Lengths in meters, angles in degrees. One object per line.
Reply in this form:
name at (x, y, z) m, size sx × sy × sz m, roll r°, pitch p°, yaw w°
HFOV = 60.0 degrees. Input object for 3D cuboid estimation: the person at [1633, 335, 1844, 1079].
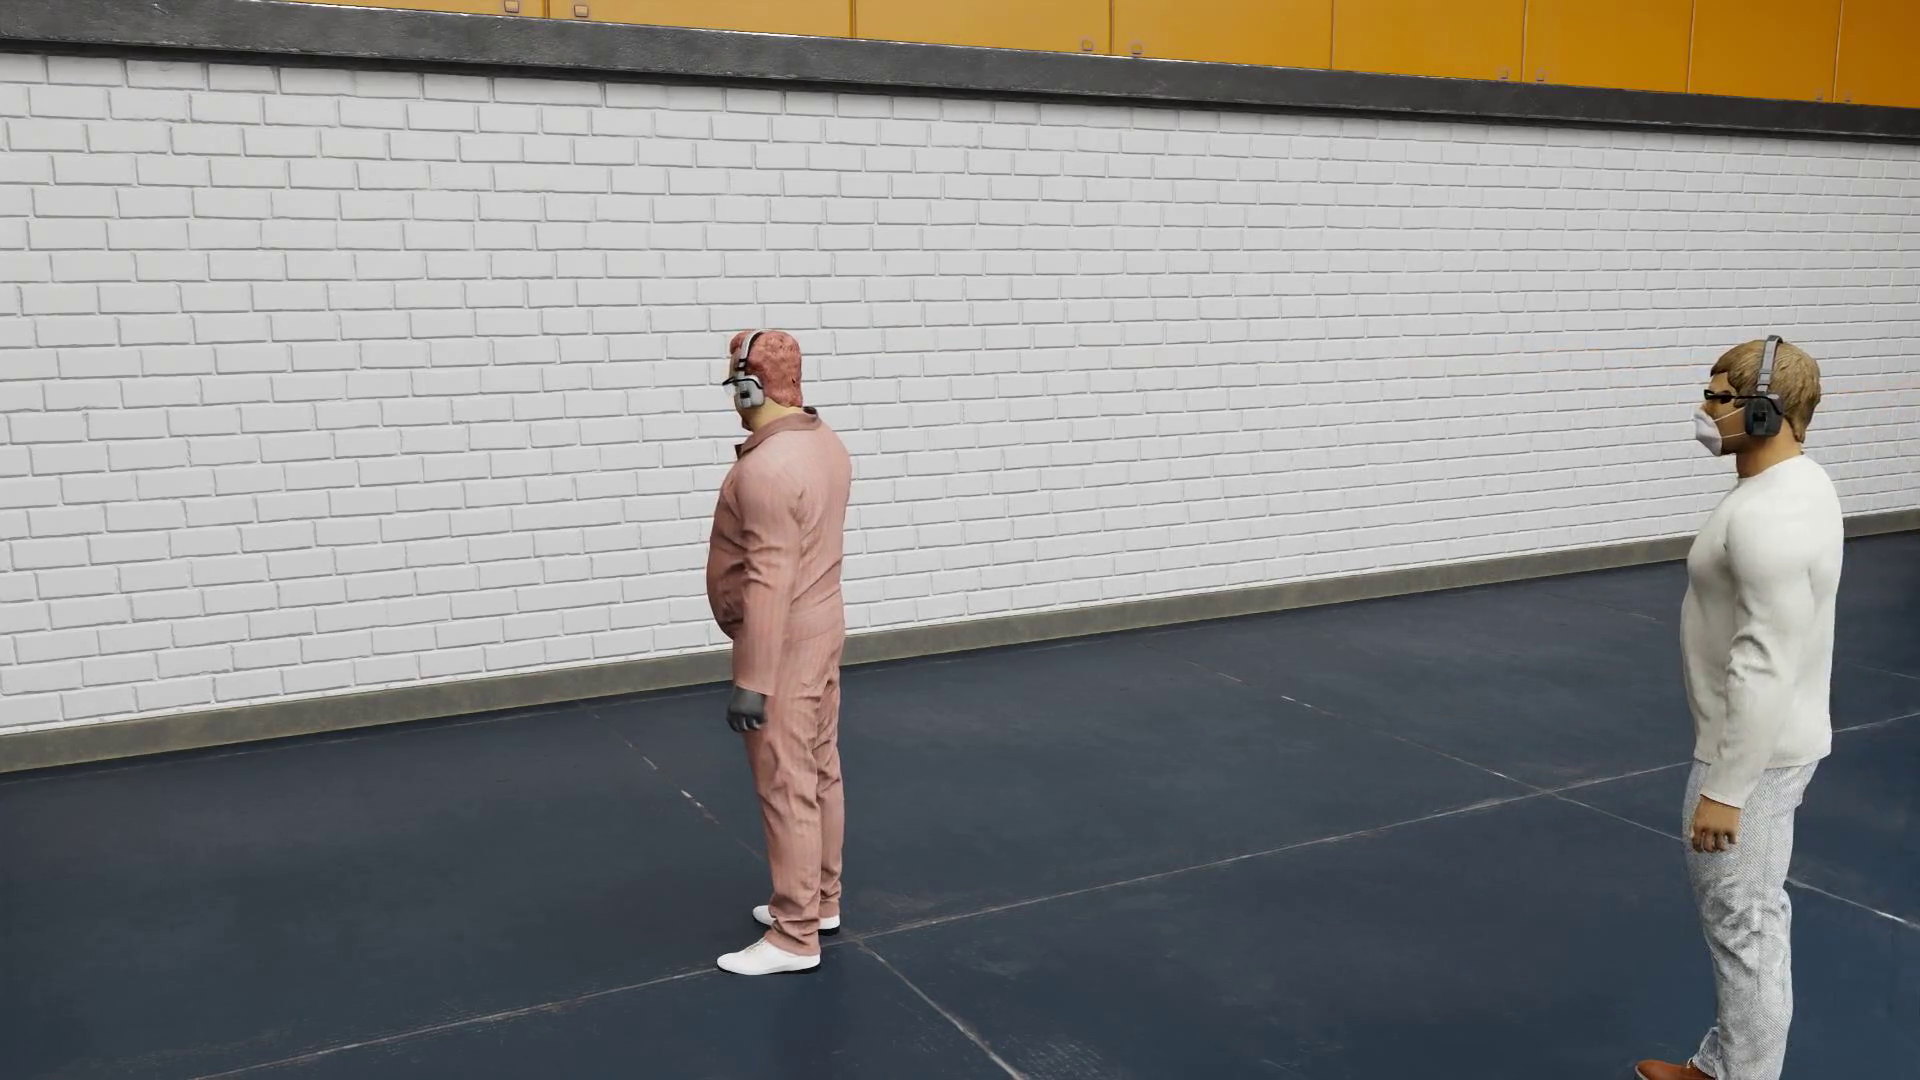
person at (1.811, 0.499, 3.863) m, size 0.372 × 1.940 × 0.631 m, roll 5°, pitch 11°, yaw 27°

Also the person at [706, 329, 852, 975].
person at (-0.547, 0.333, 4.930) m, size 0.403 × 1.904 × 0.637 m, roll 2°, pitch 10°, yaw 12°
